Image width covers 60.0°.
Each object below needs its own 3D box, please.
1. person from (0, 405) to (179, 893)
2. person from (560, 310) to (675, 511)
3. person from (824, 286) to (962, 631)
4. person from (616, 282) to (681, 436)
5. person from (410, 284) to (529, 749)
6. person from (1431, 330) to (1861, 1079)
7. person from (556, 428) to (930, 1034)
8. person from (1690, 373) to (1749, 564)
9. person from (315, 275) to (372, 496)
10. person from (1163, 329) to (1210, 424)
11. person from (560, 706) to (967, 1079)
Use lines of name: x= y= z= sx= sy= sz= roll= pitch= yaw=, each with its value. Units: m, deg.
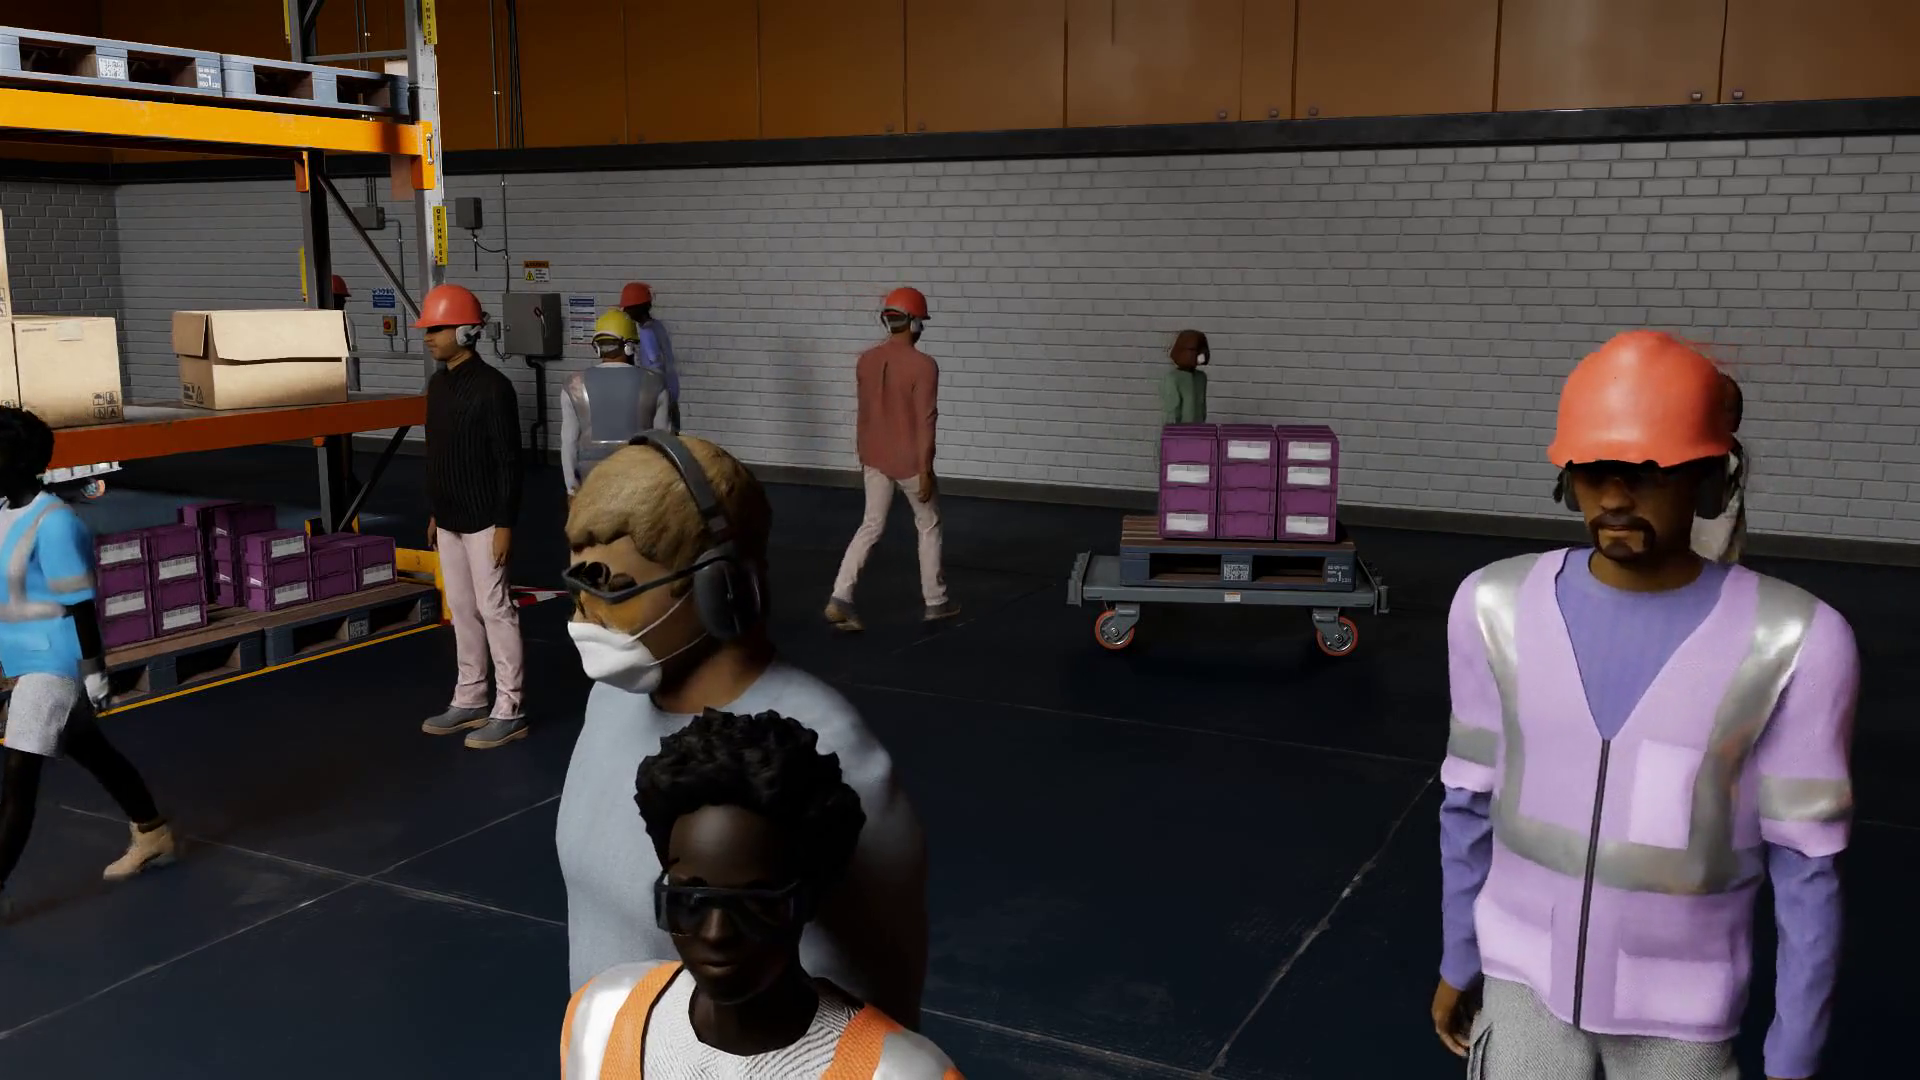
person: x=-2.966 y=0.388 z=5.358 sx=0.549 sy=1.644 sz=0.890 roll=8 pitch=13 yaw=40
person: x=-1.818 y=-0.313 z=8.908 sx=0.599 sy=1.823 sz=0.403 roll=-1 pitch=10 yaw=-7
person: x=-0.395 y=-0.454 z=9.402 sx=0.620 sy=1.950 sz=0.993 roll=7 pitch=12 yaw=37
person: x=-2.407 y=-1.216 z=13.962 sx=0.877 sy=1.896 sz=0.574 roll=0 pitch=10 yaw=0
person: x=-2.128 y=-0.099 z=7.181 sx=0.623 sy=1.992 sz=0.396 roll=9 pitch=13 yaw=42
person: x=1.094 y=0.669 z=2.697 sx=0.610 sy=2.023 sz=0.803 roll=7 pitch=12 yaw=36
person: x=-0.293 y=0.823 z=2.022 sx=0.370 sy=1.934 sz=0.627 roll=-8 pitch=13 yaw=-38
person: x=3.361 y=0.037 z=7.513 sx=0.326 sy=1.609 sz=0.643 roll=1 pitch=10 yaw=8
person: x=-5.479 y=-1.351 z=14.599 sx=0.549 sy=1.933 sz=0.373 roll=3 pitch=10 yaw=19
person: x=1.513 y=-0.616 z=11.265 sx=0.394 sy=1.618 sz=0.505 roll=9 pitch=13 yaw=41
person: x=-0.209 y=0.995 z=1.704 sx=0.532 sy=1.700 sz=0.319 roll=5 pitch=11 yaw=27
